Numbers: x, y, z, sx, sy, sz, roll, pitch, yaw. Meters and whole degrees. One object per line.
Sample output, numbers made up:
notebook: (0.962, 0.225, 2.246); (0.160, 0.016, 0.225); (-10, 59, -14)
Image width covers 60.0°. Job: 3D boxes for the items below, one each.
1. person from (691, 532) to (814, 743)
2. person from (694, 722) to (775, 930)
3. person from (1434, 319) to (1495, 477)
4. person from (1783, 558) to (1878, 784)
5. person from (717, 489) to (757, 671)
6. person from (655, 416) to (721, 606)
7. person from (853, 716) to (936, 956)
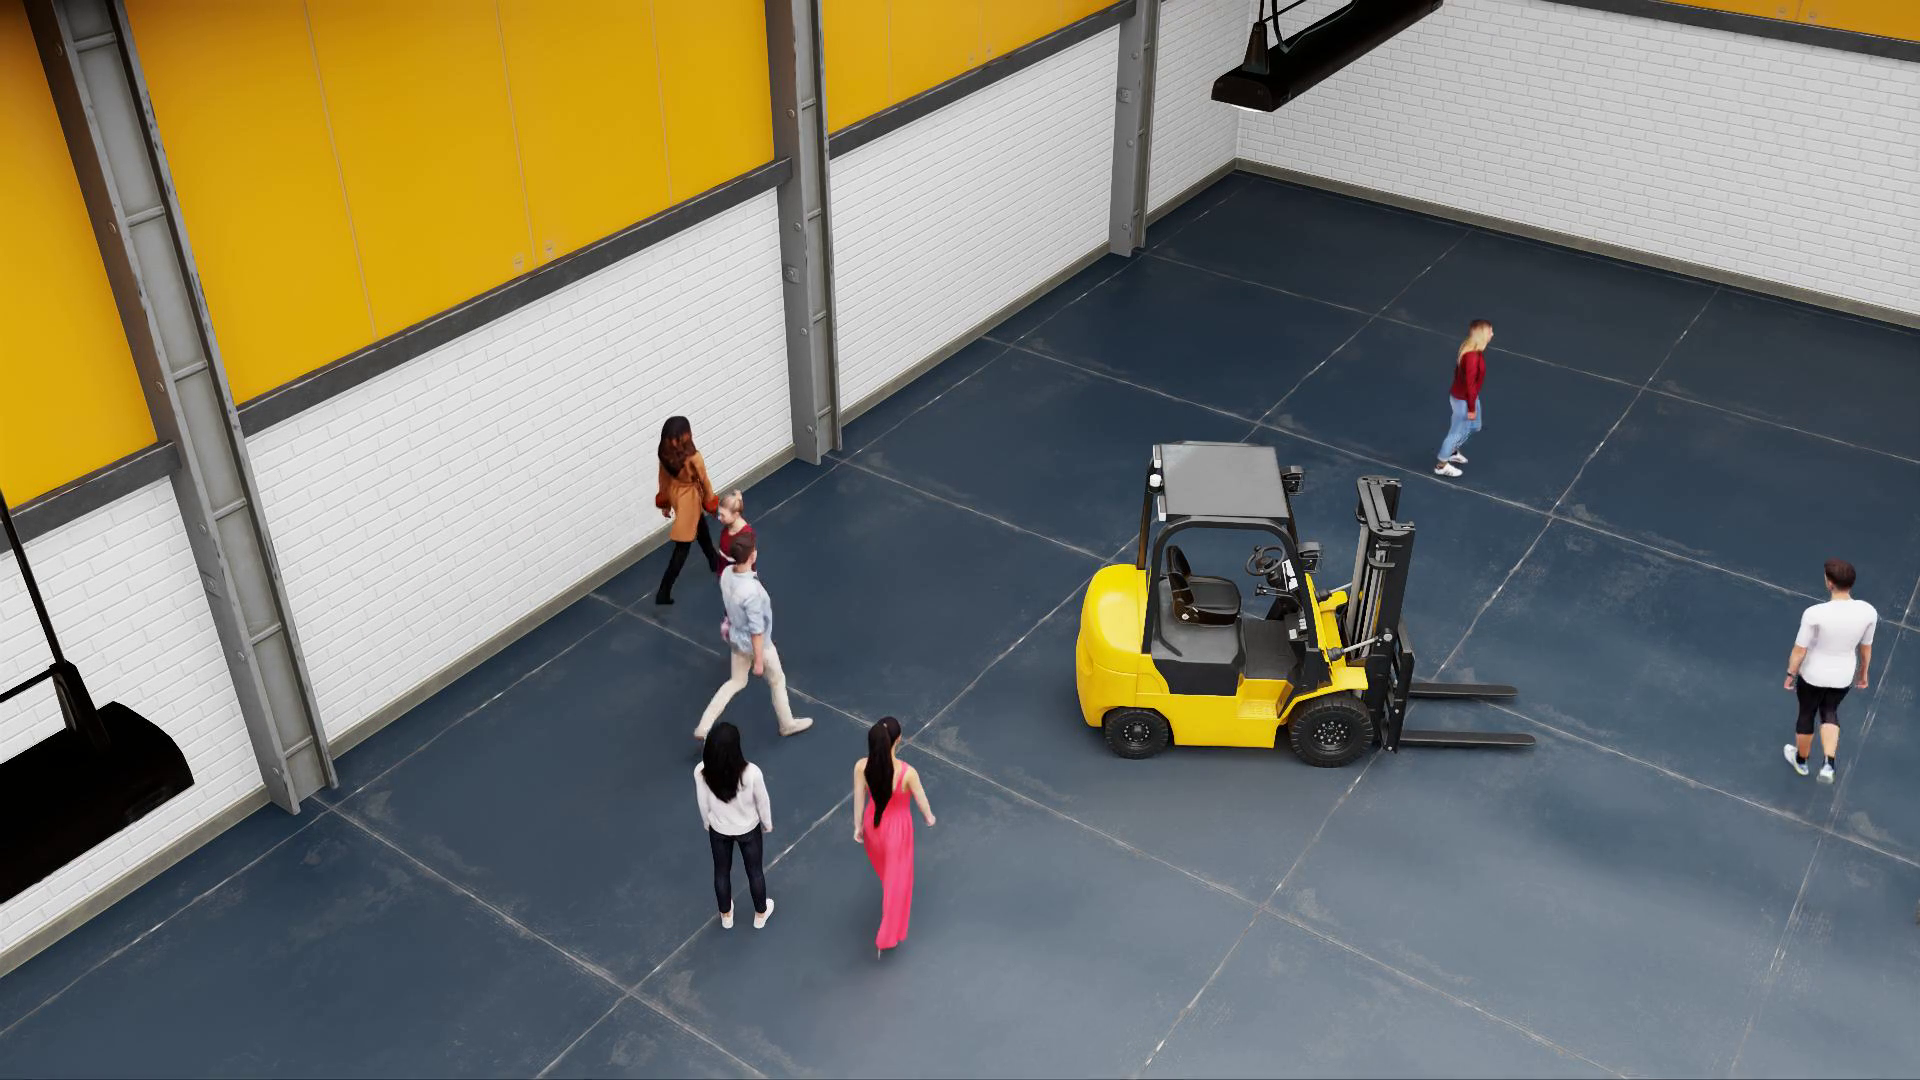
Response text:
person: (-1.634, 0.784, 12.236); (1.241, 1.816, 0.909); (-19, 38, -26)
person: (-1.459, 1.845, 10.744); (0.712, 1.701, 0.738); (1, 34, 1)
person: (4.657, -1.333, 15.599); (0.768, 1.619, 0.665); (7, 34, 10)
person: (6.212, 1.013, 11.884); (0.963, 1.823, 1.027); (6, 34, 9)
person: (-1.643, 0.330, 13.030); (0.801, 1.693, 0.776); (-15, 36, -21)
person: (-2.322, -0.212, 13.863); (0.716, 1.674, 1.197); (19, 38, 27)
person: (-0.486, 1.932, 10.624); (0.803, 1.688, 1.127); (12, 36, 18)
